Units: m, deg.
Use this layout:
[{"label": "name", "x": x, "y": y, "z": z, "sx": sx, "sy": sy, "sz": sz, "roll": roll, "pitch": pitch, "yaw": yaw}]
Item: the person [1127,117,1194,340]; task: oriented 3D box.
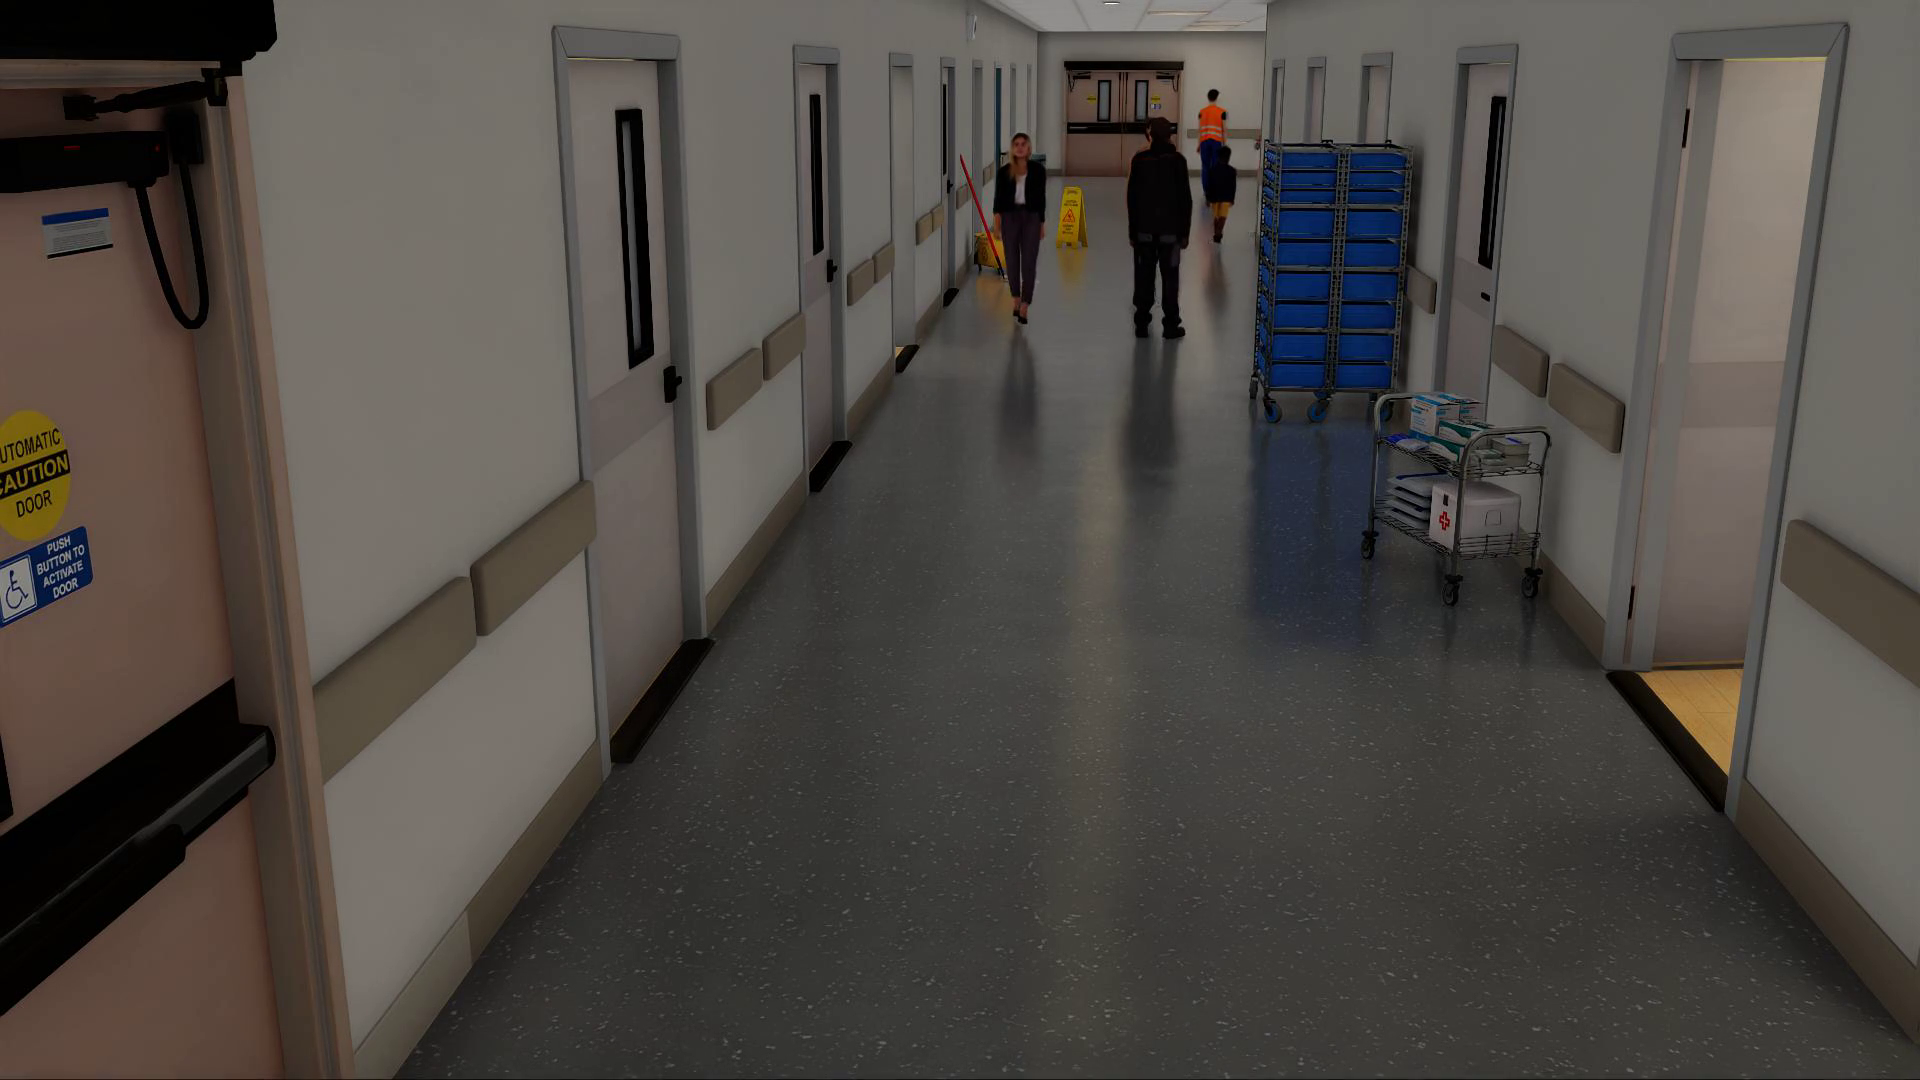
[{"label": "person", "x": 1.660, "y": -2.621, "z": 13.969, "sx": 0.756, "sy": 1.823, "sz": 0.680, "roll": 5, "pitch": 17, "yaw": 18}]

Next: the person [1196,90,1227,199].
[{"label": "person", "x": 4.417, "y": -6.976, "z": 29.355, "sx": 0.708, "sy": 1.857, "sz": 0.930, "roll": 3, "pitch": 16, "yaw": 10}]

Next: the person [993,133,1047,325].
[{"label": "person", "x": 0.533, "y": -2.728, "z": 14.723, "sx": 0.603, "sy": 1.621, "sz": 1.015, "roll": 1, "pitch": 16, "yaw": 4}]

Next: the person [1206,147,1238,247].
[{"label": "person", "x": 3.328, "y": -4.344, "z": 21.176, "sx": 0.646, "sy": 1.228, "sz": 0.951, "roll": 5, "pitch": 16, "yaw": 16}]

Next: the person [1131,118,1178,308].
[{"label": "person", "x": 1.817, "y": -3.110, "z": 15.854, "sx": 0.819, "sy": 1.743, "sz": 1.151, "roll": -3, "pitch": 16, "yaw": -12}]
